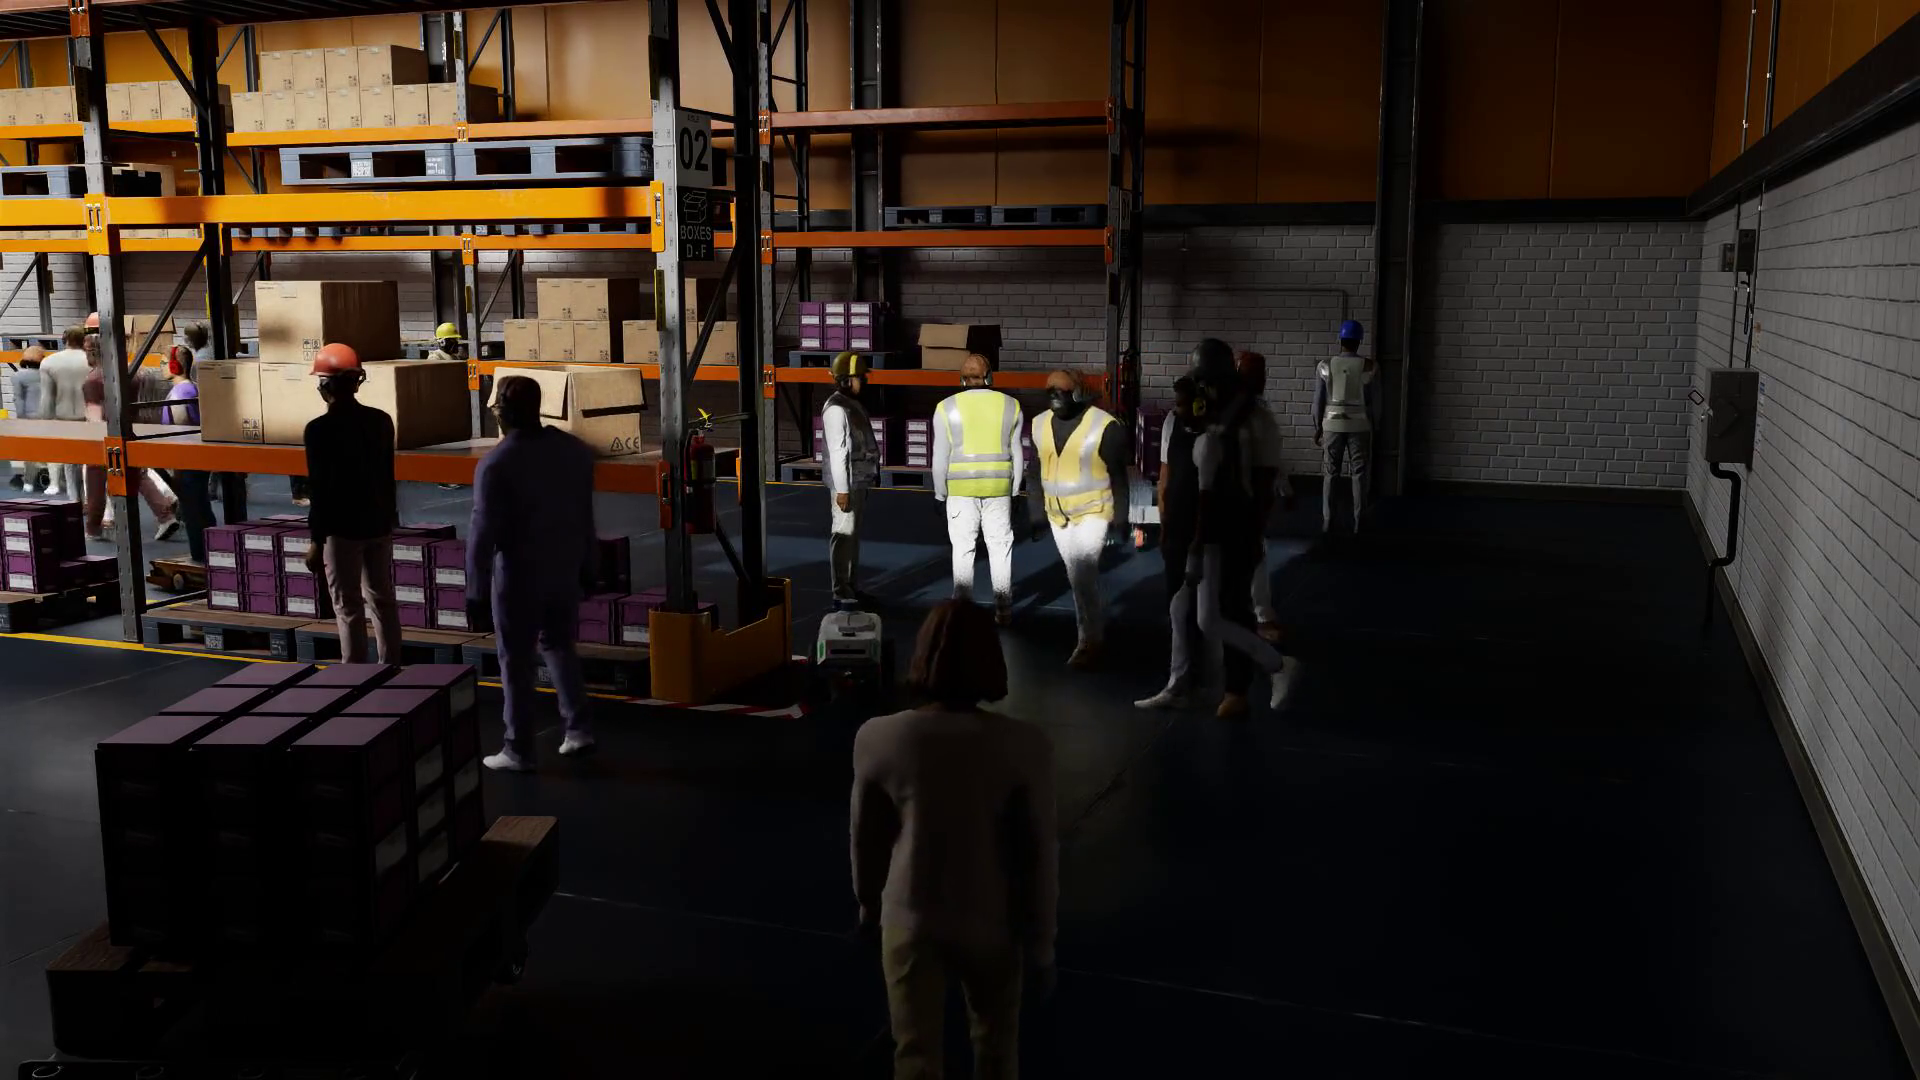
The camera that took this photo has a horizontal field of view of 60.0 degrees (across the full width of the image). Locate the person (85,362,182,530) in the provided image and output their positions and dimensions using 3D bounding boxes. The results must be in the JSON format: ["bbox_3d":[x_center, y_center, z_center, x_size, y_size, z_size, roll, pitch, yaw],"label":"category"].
[{"bbox_3d":[-7.664,-1.005,15.370,0.890,1.859,0.590,1,9,6],"label":"person"}]

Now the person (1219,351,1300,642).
[{"bbox_3d":[1.920,-0.290,10.820,0.627,1.862,0.621,6,11,32],"label":"person"}]

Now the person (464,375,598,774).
[{"bbox_3d":[-2.035,0.169,7.846,0.451,1.897,0.693,7,11,38],"label":"person"}]

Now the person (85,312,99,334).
[{"bbox_3d":[-9.701,-1.608,18.879,0.361,1.935,0.553,-5,10,-27],"label":"person"}]

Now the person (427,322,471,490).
[{"bbox_3d":[-5.638,-1.480,18.393,0.403,1.837,0.588,1,9,7],"label":"person"}]

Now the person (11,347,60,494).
[{"bbox_3d":[-9.983,-1.293,18.001,0.824,1.578,0.507,9,13,44],"label":"person"}]

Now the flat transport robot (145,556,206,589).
[{"bbox_3d":[-5.369,0.246,12.448,1.431,0.197,0.652,5,10,30],"label":"flat transport robot"}]

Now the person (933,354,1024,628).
[{"bbox_3d":[0.119,-0.316,11.085,0.619,1.839,0.430,-2,9,-9],"label":"person"}]

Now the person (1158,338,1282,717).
[{"bbox_3d":[1.347,-0.074,8.926,0.695,2.000,0.535,6,11,34],"label":"person"}]

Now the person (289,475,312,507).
[{"bbox_3d":[-6.698,-1.260,17.003,0.345,1.841,0.506,1,9,6],"label":"person"}]

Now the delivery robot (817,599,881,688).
[{"bbox_3d":[-0.611,0.571,9.230,0.477,0.478,0.707,0,9,-2],"label":"delivery robot"}]

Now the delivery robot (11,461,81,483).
[{"bbox_3d":[-10.026,-0.862,18.227,0.707,0.478,0.477,3,9,17],"label":"delivery robot"}]

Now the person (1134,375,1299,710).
[{"bbox_3d":[1.383,0.037,8.887,0.793,1.834,0.526,0,9,3],"label":"person"}]

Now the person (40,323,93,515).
[{"bbox_3d":[-8.717,-1.195,16.462,0.637,1.895,0.973,-4,10,-26],"label":"person"}]

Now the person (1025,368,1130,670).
[{"bbox_3d":[0.689,-0.136,10.072,0.624,1.799,0.734,8,12,41],"label":"person"}]

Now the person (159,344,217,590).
[{"bbox_3d":[-5.765,-0.545,12.497,0.372,1.840,0.570,-1,9,-9],"label":"person"}]

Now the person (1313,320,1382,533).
[{"bbox_3d":[3.549,-1.033,15.236,0.614,1.945,0.401,3,10,18],"label":"person"}]

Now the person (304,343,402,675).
[{"bbox_3d":[-3.276,-0.055,8.944,0.383,1.996,0.609,4,10,23],"label":"person"}]

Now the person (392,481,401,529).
[{"bbox_3d":[-4.468,-0.604,12.640,0.474,1.910,0.596,-1,9,-9],"label":"person"}]

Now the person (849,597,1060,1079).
[{"bbox_3d":[-0.008,0.919,4.069,0.524,1.582,0.839,1,9,9],"label":"person"}]

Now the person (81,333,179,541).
[{"bbox_3d":[-7.406,-0.888,14.663,0.986,1.862,0.630,3,9,16],"label":"person"}]

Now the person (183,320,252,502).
[{"bbox_3d":[-7.646,-1.295,17.030,0.685,1.918,0.650,-1,9,-8],"label":"person"}]

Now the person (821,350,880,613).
[{"bbox_3d":[-0.762,-0.412,11.688,0.403,1.837,0.590,1,9,9],"label":"person"}]
